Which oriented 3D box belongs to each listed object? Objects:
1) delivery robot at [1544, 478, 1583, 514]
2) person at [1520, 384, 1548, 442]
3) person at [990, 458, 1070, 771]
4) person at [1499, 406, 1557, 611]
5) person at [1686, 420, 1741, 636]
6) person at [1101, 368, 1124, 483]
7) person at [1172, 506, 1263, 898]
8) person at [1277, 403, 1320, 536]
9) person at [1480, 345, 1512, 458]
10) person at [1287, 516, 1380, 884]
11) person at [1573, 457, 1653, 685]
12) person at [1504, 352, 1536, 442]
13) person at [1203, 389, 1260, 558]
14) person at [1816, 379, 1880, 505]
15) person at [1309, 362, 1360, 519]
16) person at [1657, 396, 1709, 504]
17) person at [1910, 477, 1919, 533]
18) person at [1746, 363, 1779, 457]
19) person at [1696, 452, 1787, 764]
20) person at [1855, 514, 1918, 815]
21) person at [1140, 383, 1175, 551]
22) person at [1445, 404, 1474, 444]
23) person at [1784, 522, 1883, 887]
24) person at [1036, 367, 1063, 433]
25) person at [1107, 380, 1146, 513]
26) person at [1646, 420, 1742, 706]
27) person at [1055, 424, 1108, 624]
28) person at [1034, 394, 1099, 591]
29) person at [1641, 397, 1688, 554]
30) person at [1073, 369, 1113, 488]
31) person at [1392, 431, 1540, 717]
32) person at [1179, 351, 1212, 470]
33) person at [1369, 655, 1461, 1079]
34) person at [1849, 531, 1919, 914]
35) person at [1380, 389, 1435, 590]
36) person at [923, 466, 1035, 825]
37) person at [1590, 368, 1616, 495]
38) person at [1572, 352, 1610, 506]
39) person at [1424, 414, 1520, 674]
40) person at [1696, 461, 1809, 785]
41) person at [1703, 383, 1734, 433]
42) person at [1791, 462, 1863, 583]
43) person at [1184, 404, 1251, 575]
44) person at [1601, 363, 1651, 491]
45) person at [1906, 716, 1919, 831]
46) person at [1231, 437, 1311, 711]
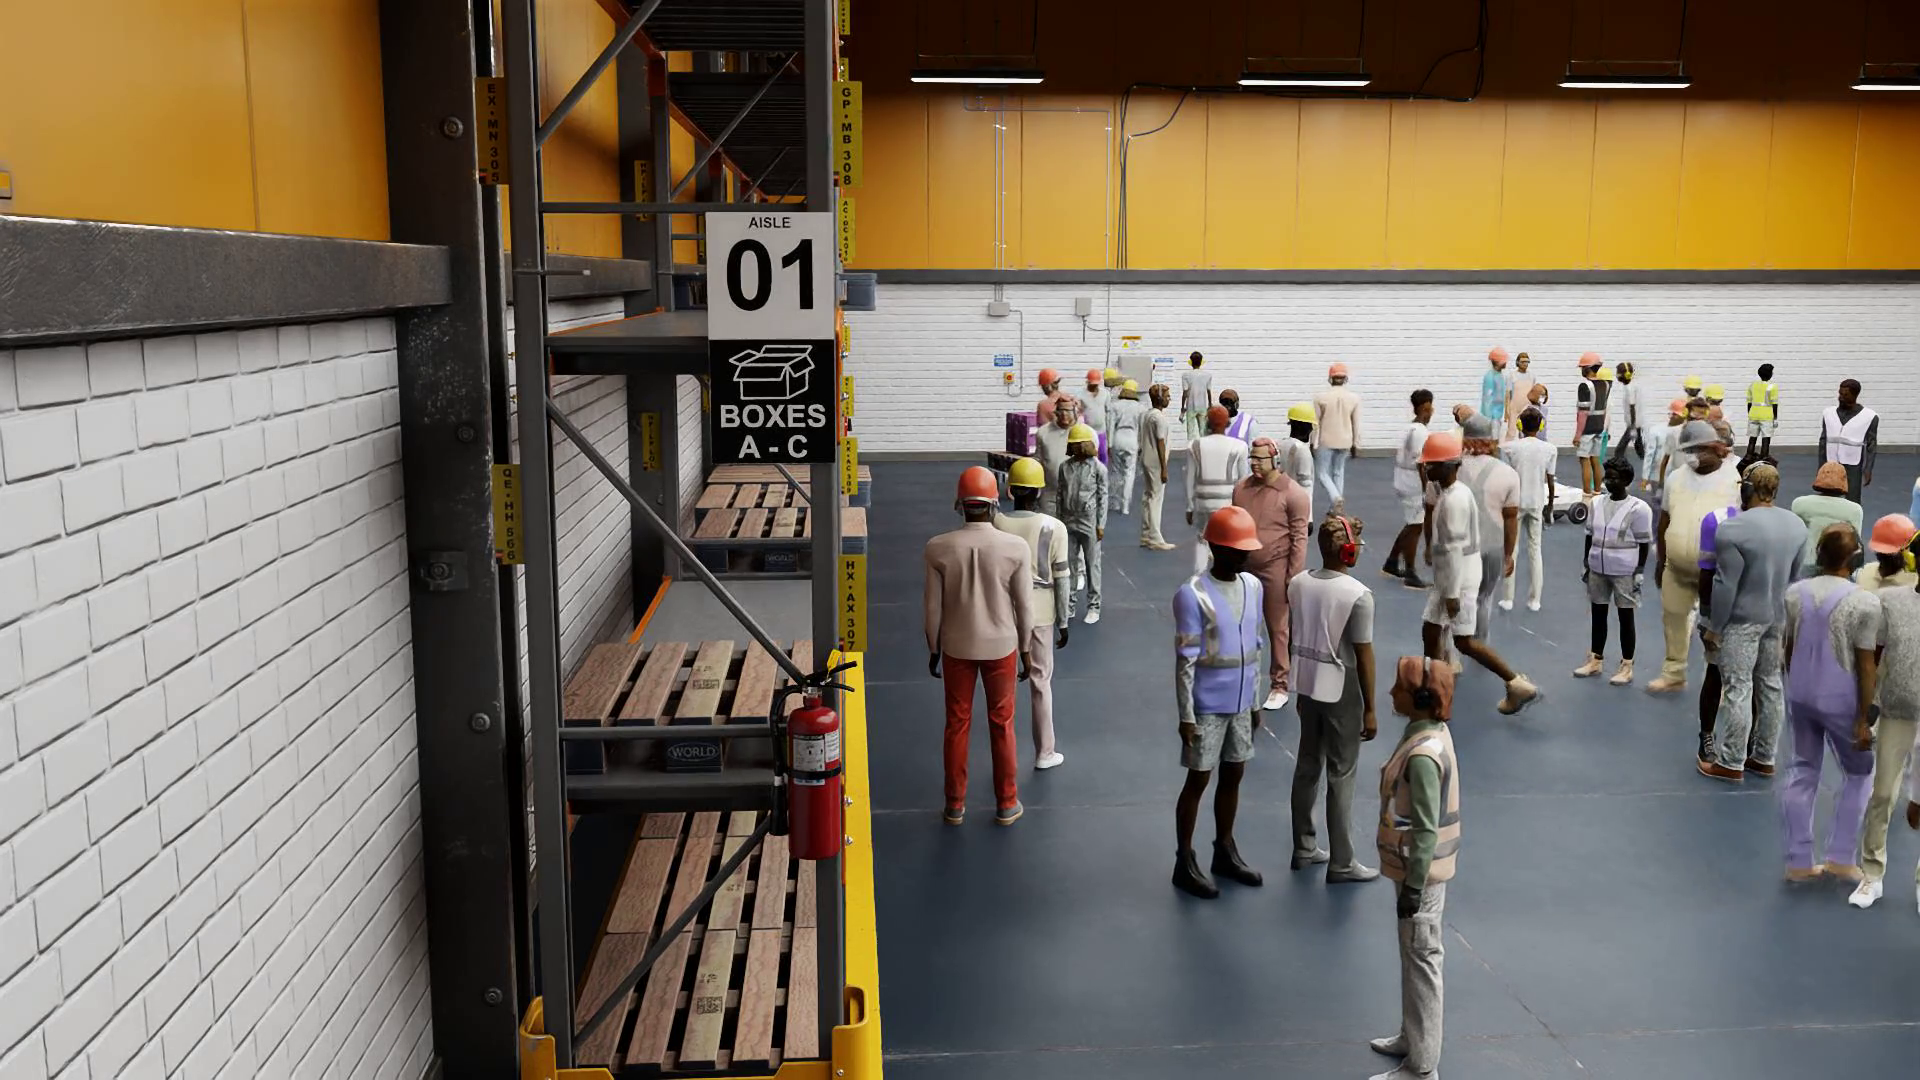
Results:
[{"bbox_3d":[7.247,-0.522,20.351,0.707,0.478,0.477,-3,9,-18],"label":"delivery robot"},{"bbox_3d":[7.459,-1.213,21.607,0.498,1.633,0.279,-6,11,-33],"label":"person"},{"bbox_3d":[0.392,0.458,10.198,0.585,1.927,0.366,3,9,16],"label":"person"},{"bbox_3d":[5.126,-0.281,15.063,0.495,1.862,0.332,1,9,6],"label":"person"},{"bbox_3d":[6.246,-0.075,13.800,0.507,1.846,0.345,4,10,26],"label":"person"},{"bbox_3d":[2.275,-1.625,23.959,0.537,1.706,0.502,3,9,16],"label":"person"},{"bbox_3d":[1.286,0.788,8.125,0.541,1.929,0.382,-6,11,-34],"label":"person"},{"bbox_3d":[2.951,-0.250,14.665,0.382,1.920,0.585,-3,9,-16],"label":"person"},{"bbox_3d":[7.745,-1.804,24.093,0.422,2.049,0.625,5,10,27],"label":"person"},{"bbox_3d":[1.853,0.794,8.335,0.389,1.846,0.567,-6,11,-31],"label":"person"},{"bbox_3d":[4.862,0.226,12.374,0.316,1.695,0.540,-6,11,-34],"label":"person"},{"bbox_3d":[8.686,-1.986,25.799,0.520,1.844,0.331,-2,9,-10],"label":"person"},{"bbox_3d":[2.862,-0.694,17.745,0.619,1.836,0.431,4,10,25],"label":"person"},{"bbox_3d":[9.669,-0.803,18.154,0.398,1.915,0.589,-7,11,-36],"label":"person"},{"bbox_3d":[4.633,-1.208,20.505,0.638,1.974,0.652,-2,9,-10],"label":"person"},{"bbox_3d":[7.247,-0.509,16.544,0.498,1.845,0.538,1,9,4],"label":"person"},{"bbox_3d":[7.724,0.068,12.978,0.597,1.828,0.403,5,10,29],"label":"person"},{"bbox_3d":[12.233,-1.842,25.357,0.320,1.697,0.531,-5,10,-28],"label":"person"},{"bbox_3d":[4.815,0.439,10.194,0.603,1.966,0.367,-1,9,-3],"label":"person"},{"bbox_3d":[5.196,0.696,9.335,0.419,1.722,0.571,-3,9,-17],"label":"person"},{"bbox_3d":[2.171,-0.805,18.381,0.345,1.847,0.506,-2,9,-13],"label":"person"},{"bbox_3d":[5.453,-0.659,18.100,0.514,1.645,0.309,-3,9,-17],"label":"person"},{"bbox_3d":[4.322,0.818,8.234,0.507,1.825,0.522,-5,10,-29],"label":"person"},{"bbox_3d":[1.102,-1.017,19.290,0.675,1.972,0.427,-8,12,-42],"label":"person"},{"bbox_3d":[2.139,-1.208,21.386,0.502,1.678,0.782,0,9,1],"label":"person"},{"bbox_3d":[5.267,0.142,11.824,0.545,2.000,0.726,-8,12,-42],"label":"person"},{"bbox_3d":[1.046,-0.142,14.536,0.493,1.743,0.301,6,11,32],"label":"person"},{"bbox_3d":[1.010,-0.458,16.059,0.648,1.900,0.401,3,10,19],"label":"person"},{"bbox_3d":[7.692,-0.693,18.026,0.590,1.729,0.415,2,9,11],"label":"person"},{"bbox_3d":[1.892,-1.565,23.529,0.714,1.726,0.515,-3,10,-19],"label":"person"},{"bbox_3d":[3.455,0.266,11.210,0.879,2.002,0.625,2,9,10],"label":"person"},{"bbox_3d":[3.649,-1.989,25.758,0.523,1.865,0.317,-2,9,-12],"label":"person"},{"bbox_3d":[1.705,1.232,6.218,0.306,1.644,0.523,3,9,16],"label":"person"},{"bbox_3d":[4.534,0.855,7.880,0.532,1.873,0.321,6,11,32],"label":"person"},{"bbox_3d":[4.375,-0.492,16.144,0.438,1.946,0.792,1,9,7],"label":"person"},{"bbox_3d":[0.107,0.588,9.163,0.612,1.997,0.376,1,9,5],"label":"person"},{"bbox_3d":[8.825,-1.483,22.887,0.310,1.768,0.533,8,12,41],"label":"person"},{"bbox_3d":[8.191,-1.434,21.720,0.615,2.038,0.396,-7,12,-39],"label":"person"},{"bbox_3d":[3.909,-0.007,12.761,0.694,2.000,1.005,3,10,19],"label":"person"},{"bbox_3d":[4.723,0.494,9.937,0.630,1.940,0.372,-3,10,-20],"label":"person"},{"bbox_3d":[9.167,-1.064,20.372,0.537,1.736,0.833,0,9,-2],"label":"person"},{"bbox_3d":[6.574,0.214,12.682,0.503,1.626,0.276,6,11,35],"label":"person"},{"bbox_3d":[2.359,-0.301,15.165,0.619,1.872,0.394,3,10,21],"label":"person"},{"bbox_3d":[9.387,-1.581,23.359,0.912,1.807,0.635,4,10,21],"label":"person"},{"bbox_3d":[4.267,1.020,6.916,0.600,1.857,0.844,2,9,12],"label":"person"},{"bbox_3d":[2.118,0.231,11.689,0.641,1.908,0.407,9,12,43],"label":"person"}]
